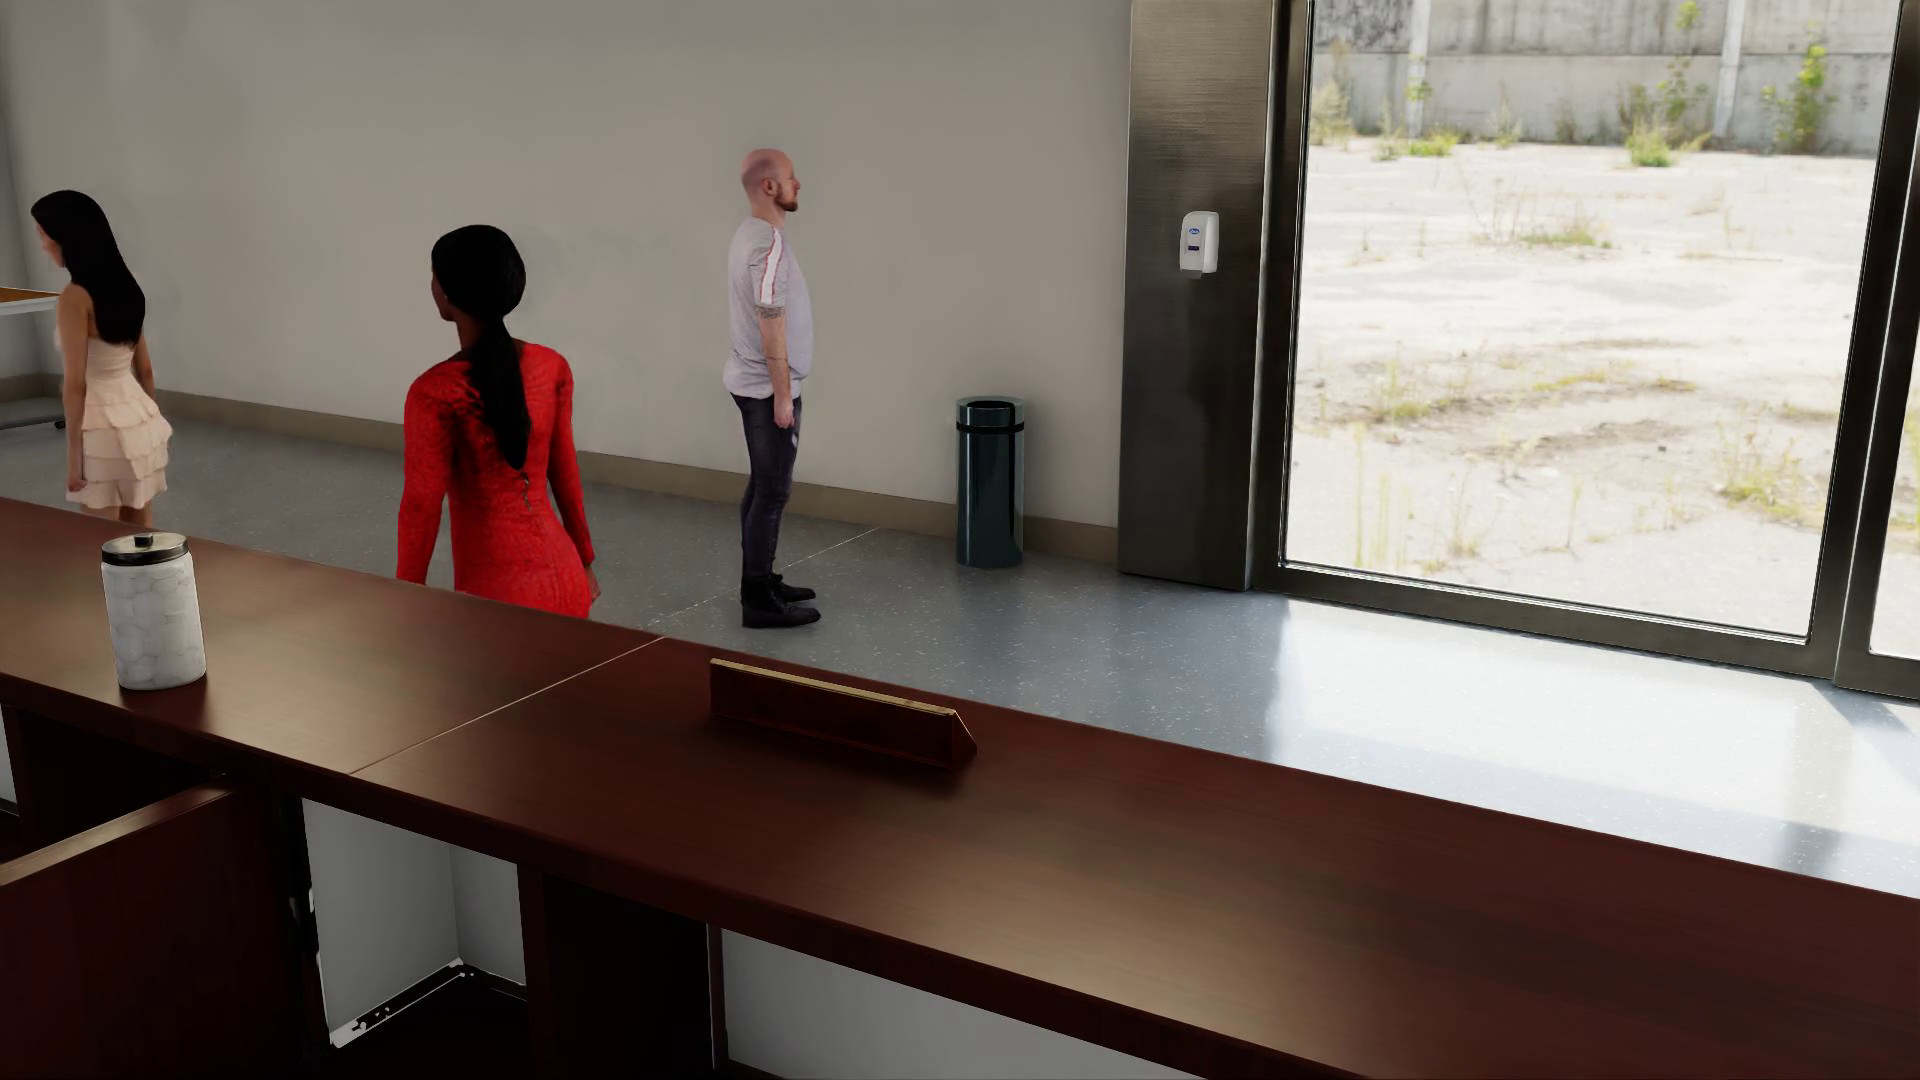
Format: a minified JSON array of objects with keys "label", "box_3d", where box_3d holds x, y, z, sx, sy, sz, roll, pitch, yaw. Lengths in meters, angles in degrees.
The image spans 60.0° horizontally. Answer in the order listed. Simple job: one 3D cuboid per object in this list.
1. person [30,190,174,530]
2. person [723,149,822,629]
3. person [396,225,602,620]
[{"label":"person","box_3d":[-2.793,-0.303,5.654,0.863,1.719,0.834,2,16,8]},{"label":"person","box_3d":[-0.758,-0.587,6.458,0.801,1.830,0.733,-4,16,-12]},{"label":"person","box_3d":[-0.961,0.191,3.839,0.722,1.754,0.952,8,18,26]}]
